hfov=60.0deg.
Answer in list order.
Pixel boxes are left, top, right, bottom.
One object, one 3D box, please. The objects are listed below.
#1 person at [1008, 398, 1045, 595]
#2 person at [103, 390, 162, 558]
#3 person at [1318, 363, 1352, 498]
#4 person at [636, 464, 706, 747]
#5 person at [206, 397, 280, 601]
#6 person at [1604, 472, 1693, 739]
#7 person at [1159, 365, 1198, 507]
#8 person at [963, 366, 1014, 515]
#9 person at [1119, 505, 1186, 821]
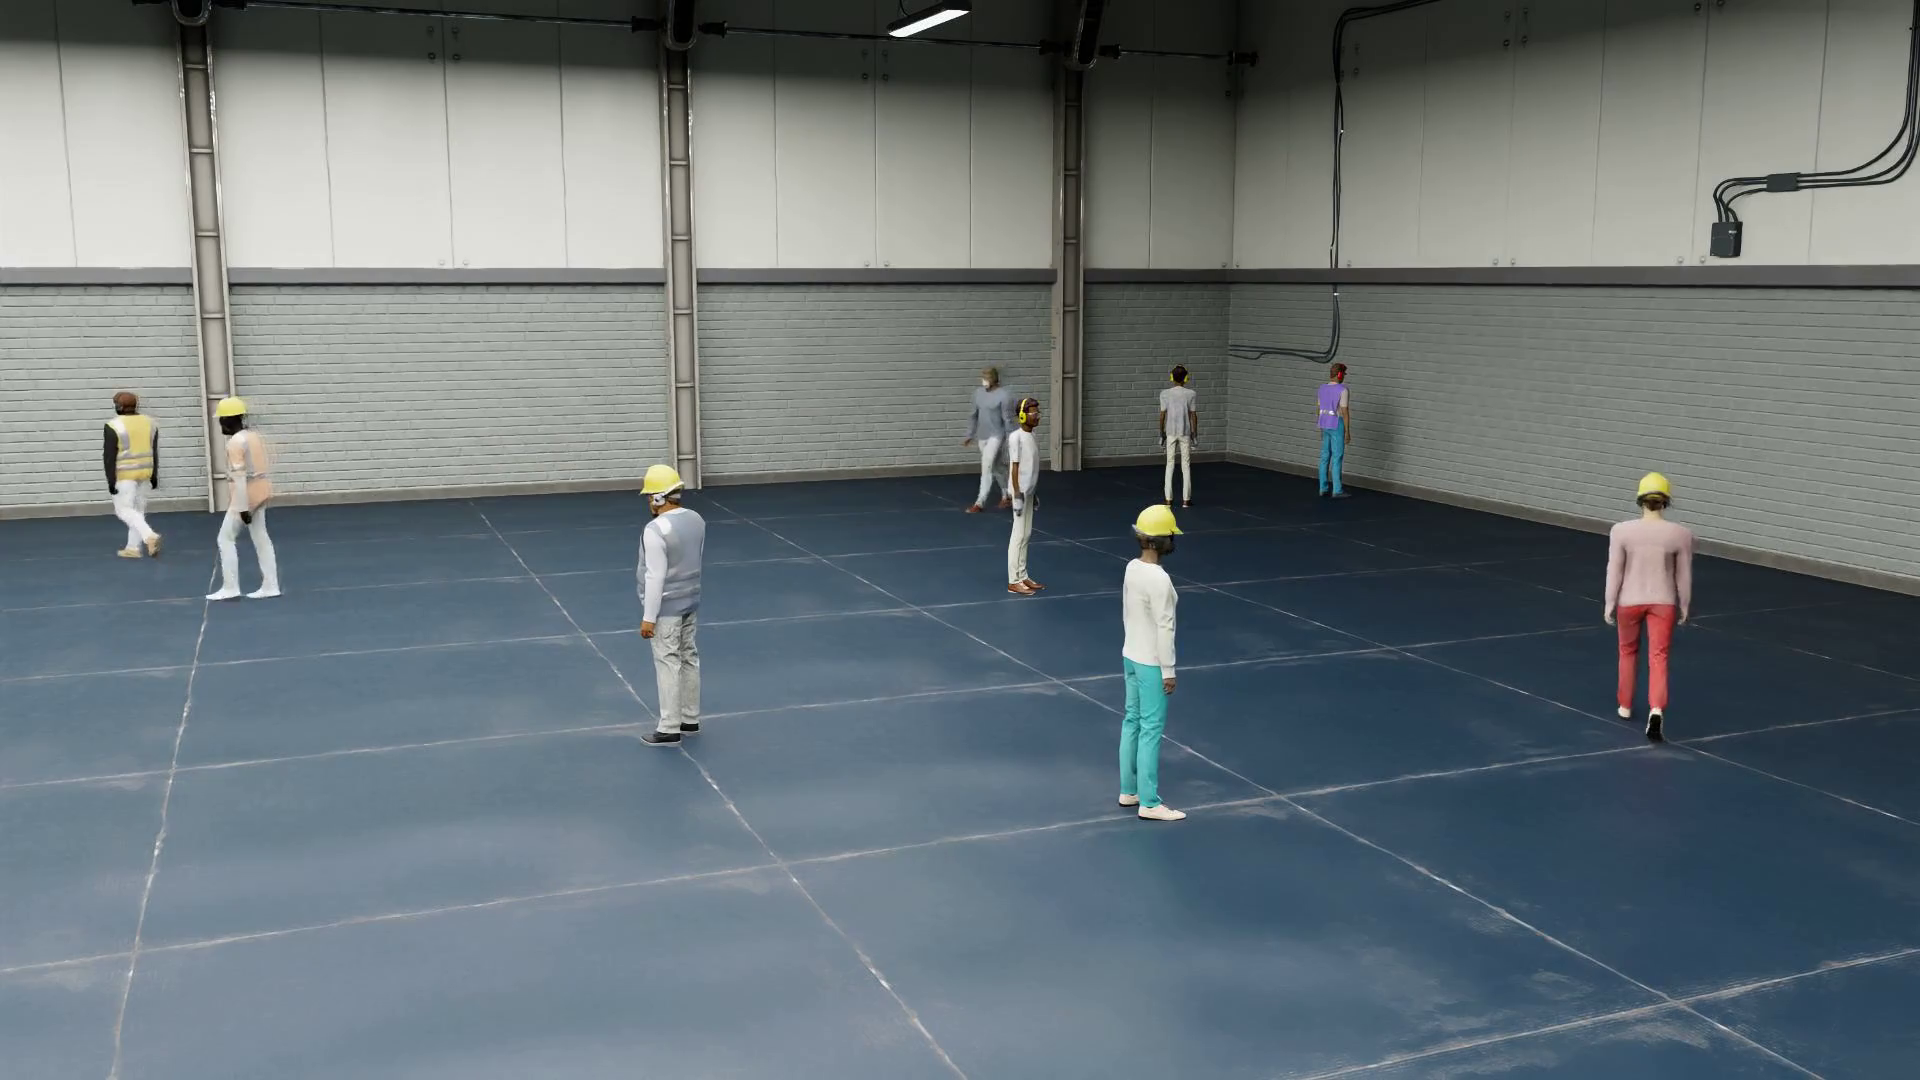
[{"bbox_3d":[0.633,-0.425,15.913,0.326,1.874,0.518,4,10,21],"label":"person"},{"bbox_3d":[-8.772,-0.680,17.685,0.722,1.824,0.633,4,10,25],"label":"person"},{"bbox_3d":[5.095,-1.490,22.703,0.388,1.838,0.564,-5,10,-29],"label":"person"},{"bbox_3d":[-1.882,0.419,10.750,0.404,1.828,0.587,4,10,21],"label":"person"},{"bbox_3d":[-6.752,-0.378,15.512,0.747,1.899,0.603,0,9,0],"label":"person"},{"bbox_3d":[4.574,0.421,11.055,0.532,1.739,0.823,3,10,20],"label":"person"},{"bbox_3d":[2.863,-1.360,21.792,0.514,1.872,0.328,2,9,12],"label":"person"},{"bbox_3d":[0.428,-1.296,21.363,1.028,1.895,0.645,-8,12,-41],"label":"person"},{"bbox_3d":[1.079,0.679,9.312,0.311,1.768,0.531,-3,9,-17],"label":"person"}]
